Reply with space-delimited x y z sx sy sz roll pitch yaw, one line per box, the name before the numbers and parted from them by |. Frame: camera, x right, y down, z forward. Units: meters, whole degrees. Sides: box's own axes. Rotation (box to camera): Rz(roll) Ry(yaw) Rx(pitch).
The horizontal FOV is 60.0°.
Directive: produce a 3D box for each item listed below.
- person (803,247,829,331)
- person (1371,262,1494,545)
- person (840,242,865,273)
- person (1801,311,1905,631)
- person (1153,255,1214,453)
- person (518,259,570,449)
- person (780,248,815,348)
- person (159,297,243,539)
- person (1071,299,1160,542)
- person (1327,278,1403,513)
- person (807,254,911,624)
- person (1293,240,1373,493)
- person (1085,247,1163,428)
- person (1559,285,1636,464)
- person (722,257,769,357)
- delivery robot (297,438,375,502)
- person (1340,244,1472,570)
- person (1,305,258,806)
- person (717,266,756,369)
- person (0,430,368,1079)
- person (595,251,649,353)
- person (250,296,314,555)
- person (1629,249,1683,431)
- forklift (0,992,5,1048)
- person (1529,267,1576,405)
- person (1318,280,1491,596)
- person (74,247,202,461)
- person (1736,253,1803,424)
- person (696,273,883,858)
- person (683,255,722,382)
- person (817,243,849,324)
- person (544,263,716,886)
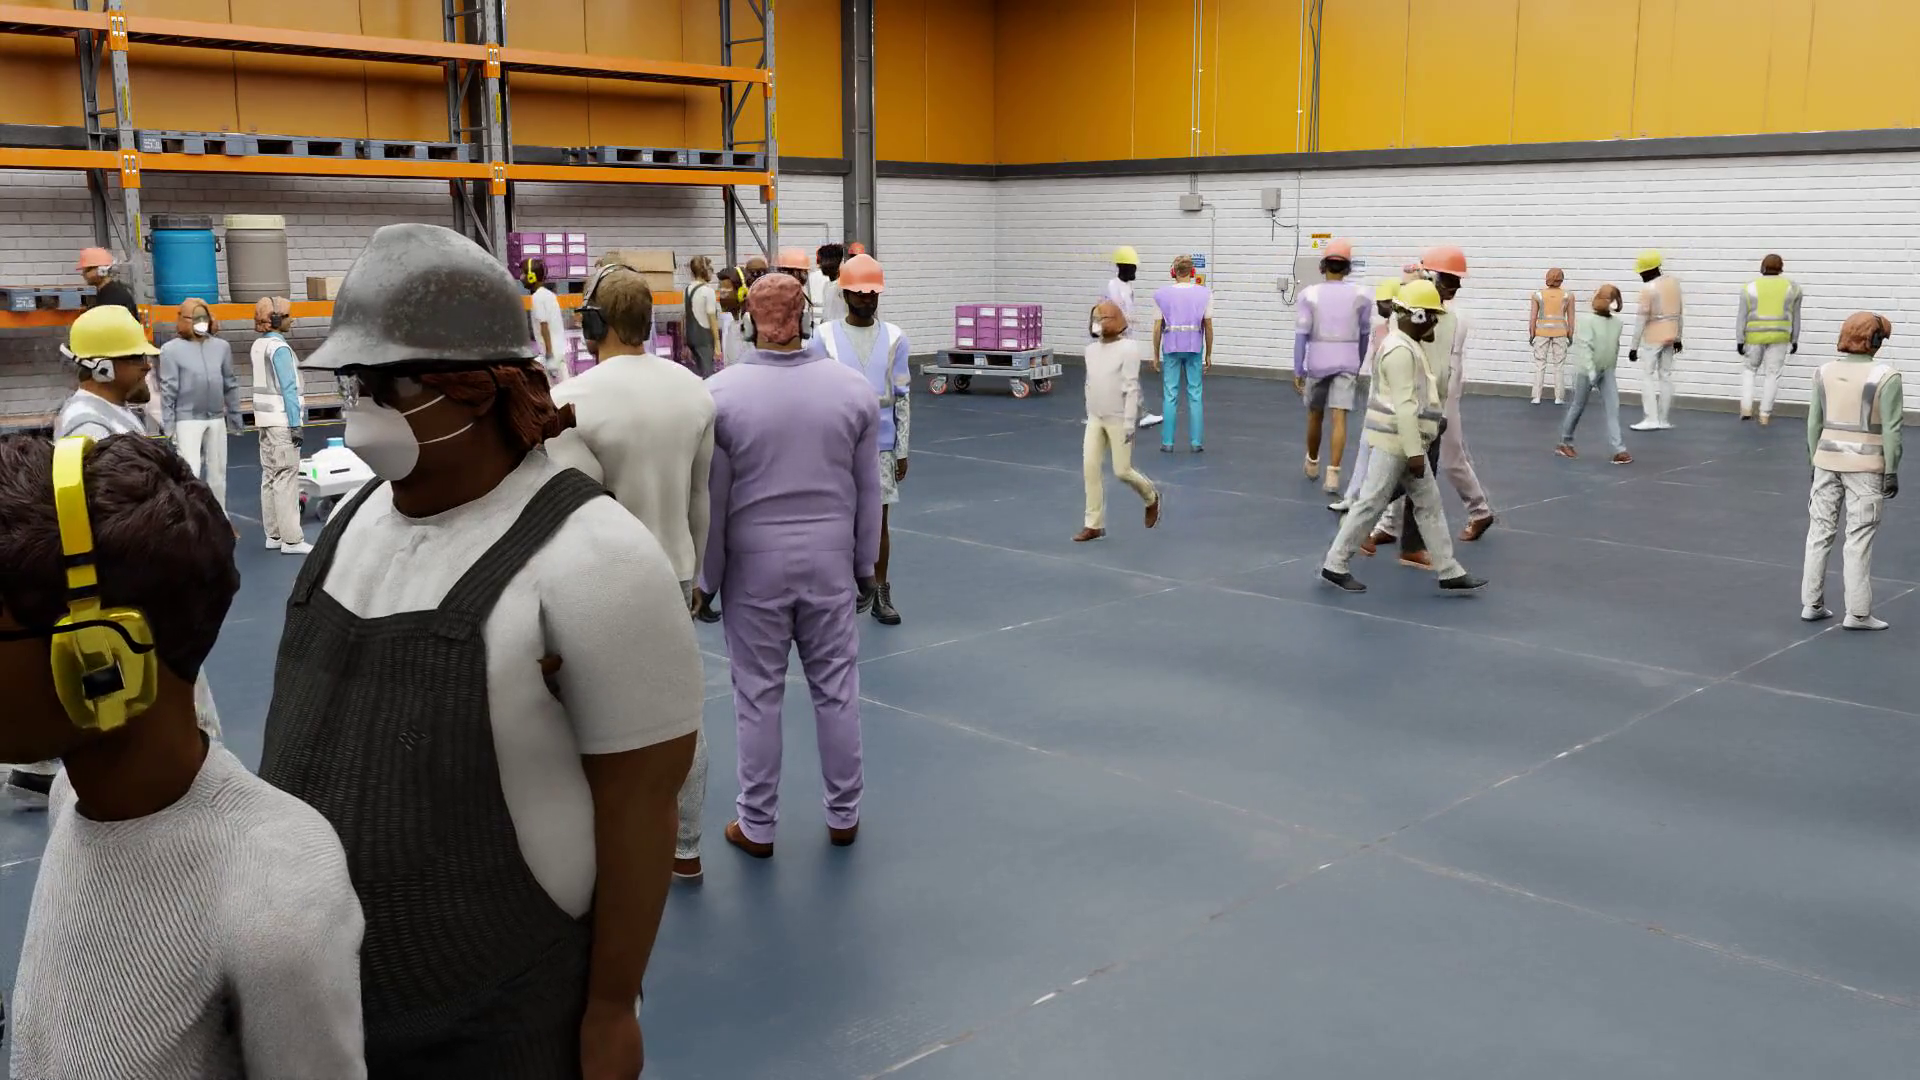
person | -1.639 -2.608 20.195 0.584 1.882 0.337 5 11 23
person | 3.112 -0.888 10.899 0.963 1.864 0.642 -5 12 -26
person | -1.418 -3.139 23.014 0.549 1.932 0.601 3 11 14
person | 4.592 -0.353 8.569 0.308 1.638 0.511 -5 12 -26
person | 2.066 -1.718 15.466 0.564 1.839 0.390 1 10 3
person | -3.850 -1.710 15.566 0.829 1.805 0.562 1 10 7
person | -1.324 -1.524 14.218 0.884 1.900 0.575 -4 11 -23
person | -4.978 -0.776 10.917 0.298 1.624 0.509 6 12 31
person | 1.045 -0.798 11.075 0.635 1.607 0.501 -9 14 -42
person | 3.143 -1.039 12.100 0.899 1.720 0.527 -7 12 -32
person | -0.508 -0.498 8.584 0.540 1.929 0.391 -3 11 -15
person | 2.971 -1.391 13.304 0.602 1.976 1.099 2 11 11
person | 1.719 -2.091 17.335 0.931 1.889 0.621 5 12 27
person | 5.725 -1.487 14.900 0.494 1.586 0.877 -3 11 -17
person | -1.852 -1.651 15.159 0.632 1.827 0.445 -2 11 -9
delivery robot | -4.511 -0.497 12.052 0.477 0.478 0.707 6 12 28
person | 2.740 -0.790 10.062 0.636 1.965 0.649 -8 13 -38
person | -2.961 0.075 5.825 0.909 1.792 0.603 -4 11 -23
person | -1.385 -0.724 10.062 0.931 1.825 0.539 -6 12 -32
person | -0.701 0.826 1.533 0.521 1.863 0.336 9 14 42
person | -2.474 -1.257 12.769 0.796 1.906 0.687 -2 11 -13
person | -4.320 -0.722 10.576 0.308 1.641 0.514 -9 14 -41
person | 7.259 -2.068 17.292 0.685 1.877 0.374 -5 12 -26
forklift | -3.245 0.323 3.363 2.313 2.155 1.214 2 11 13
person | 7.063 -2.425 19.866 0.521 1.638 0.306 4 11 19
person | 2.477 -0.556 9.303 0.941 1.773 0.637 4 11 22
person | -7.004 -1.489 14.020 0.641 1.942 1.037 9 13 39
person | 8.671 -2.151 17.861 0.635 1.828 0.492 4 11 22
person | -0.572 0.089 5.444 0.639 1.902 0.406 -4 11 -19
person | -2.711 -2.023 17.181 0.787 1.827 0.520 -8 13 -36
person | -1.290 -1.958 16.493 0.740 1.936 0.633 -5 11 -23
person | -0.994 0.152 4.995 0.372 1.940 0.629 7 12 33
